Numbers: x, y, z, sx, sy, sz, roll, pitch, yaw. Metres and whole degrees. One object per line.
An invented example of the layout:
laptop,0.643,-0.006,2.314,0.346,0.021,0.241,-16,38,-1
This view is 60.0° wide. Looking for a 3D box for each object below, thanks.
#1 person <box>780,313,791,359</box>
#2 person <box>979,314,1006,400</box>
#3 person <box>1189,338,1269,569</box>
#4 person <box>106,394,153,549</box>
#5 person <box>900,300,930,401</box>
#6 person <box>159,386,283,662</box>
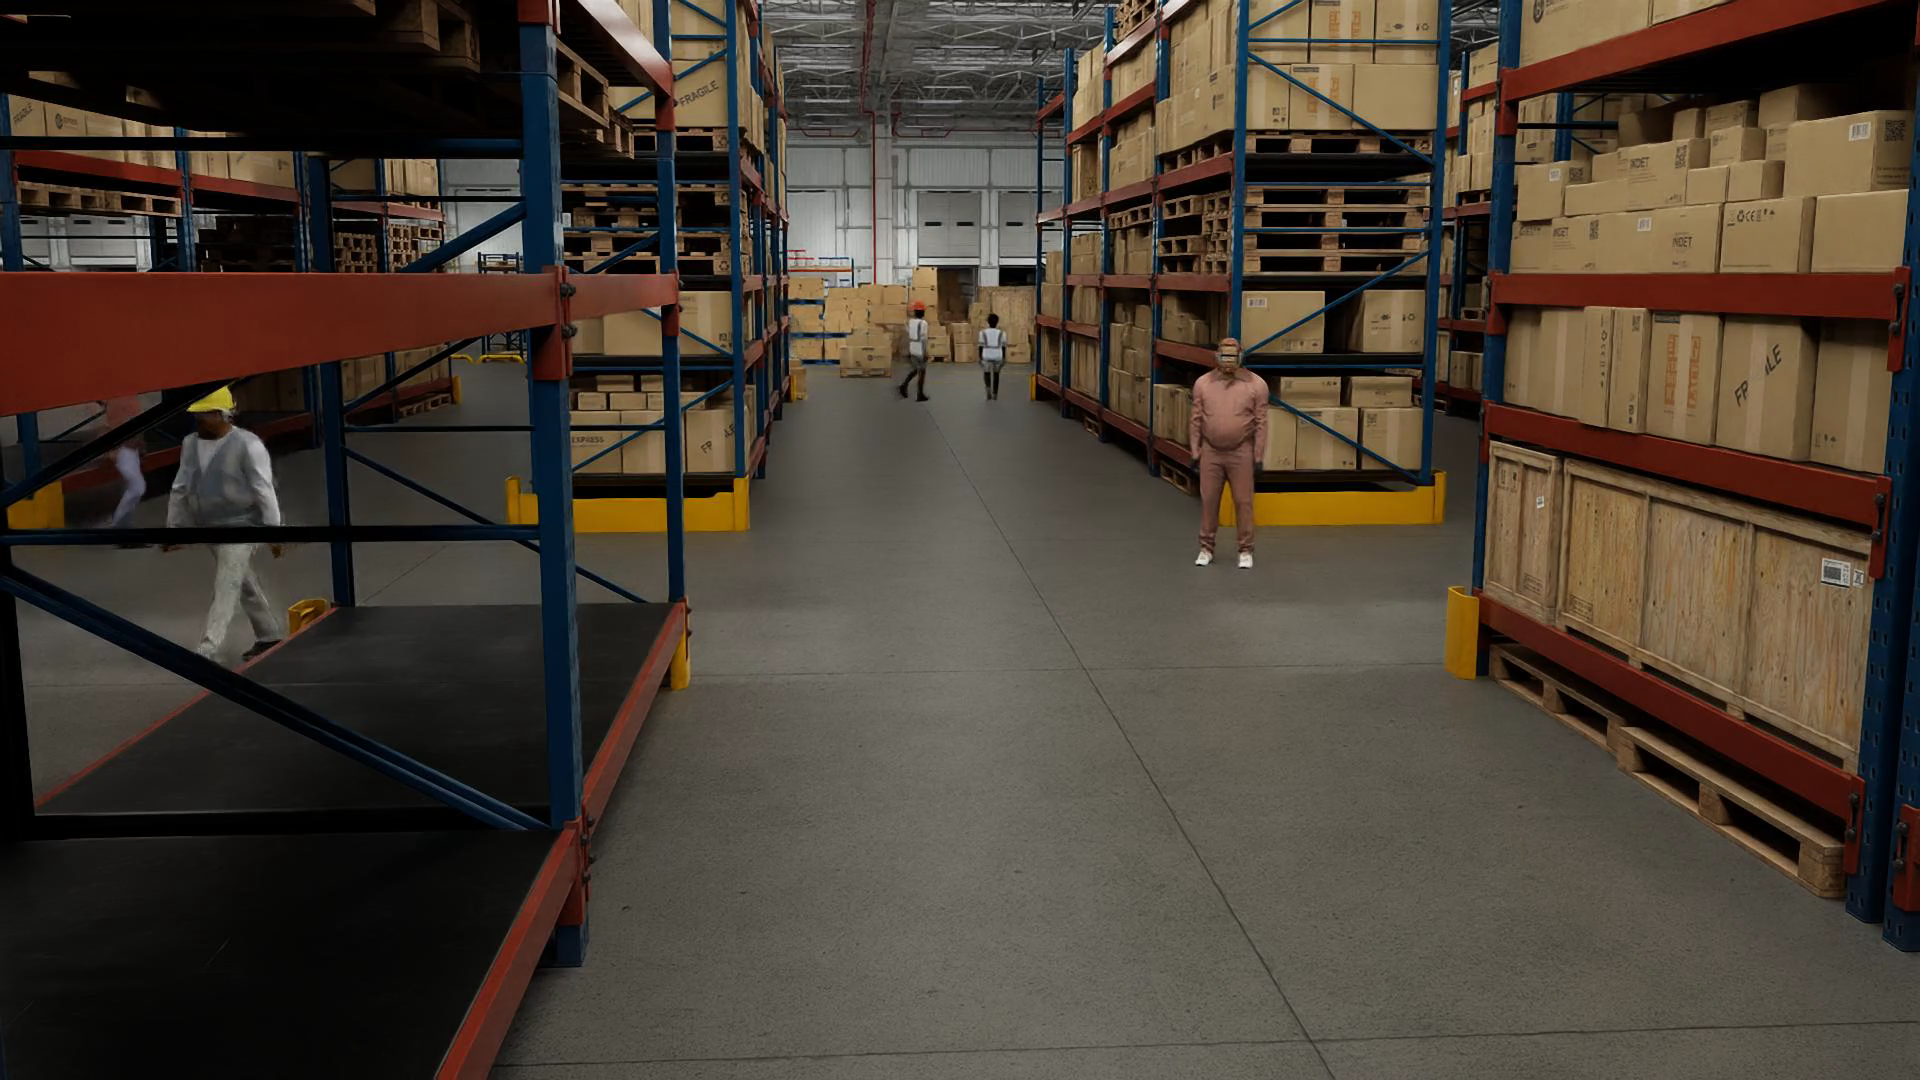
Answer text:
person,-3.730,-3.913,33.891,1.044,1.866,0.665,4,10,25
person,0.625,-3.491,31.809,0.536,1.672,0.677,0,9,0
person,2.198,-0.710,13.676,0.645,1.898,0.397,3,10,20
person,-7.249,-0.778,14.545,0.405,1.746,0.547,-1,9,-8
person,-0.841,-3.597,31.691,0.546,1.926,0.544,-9,12,-43
person,-4.461,-0.073,10.051,0.610,1.776,0.966,4,10,23
